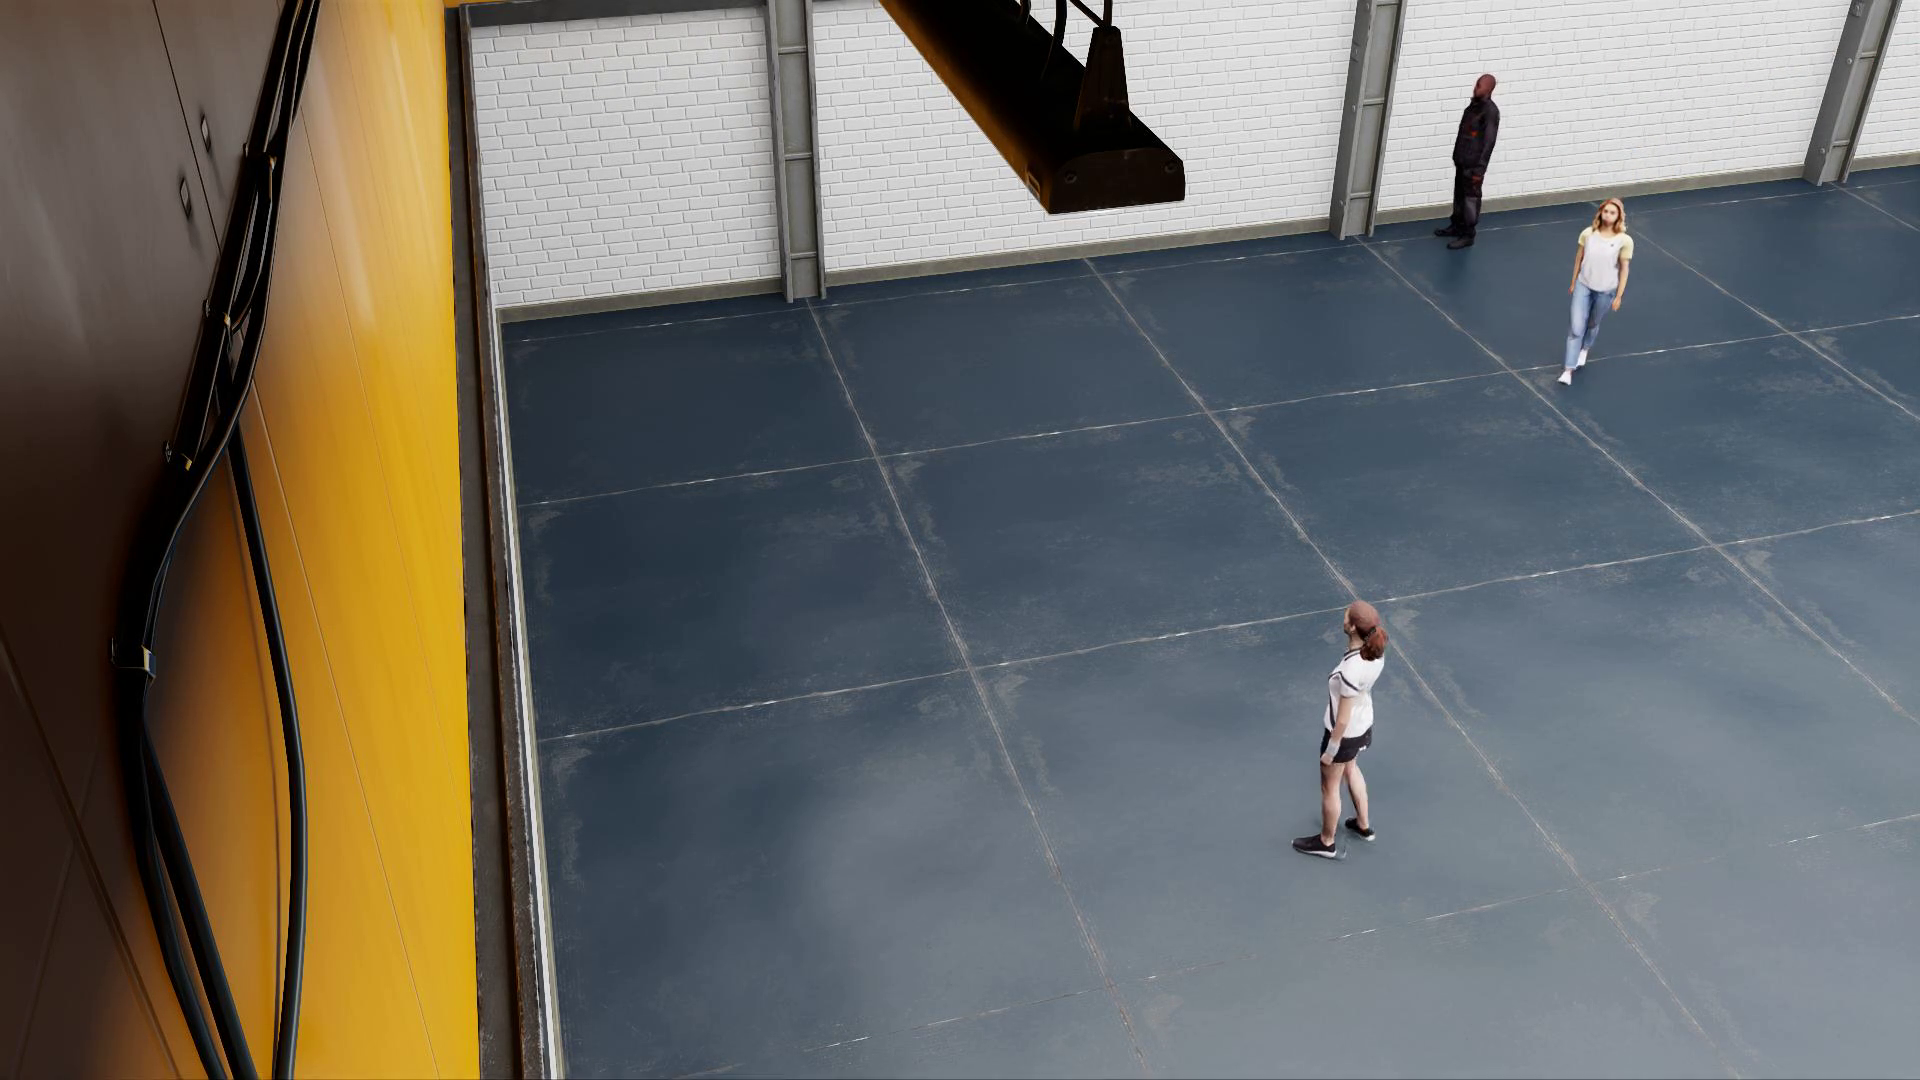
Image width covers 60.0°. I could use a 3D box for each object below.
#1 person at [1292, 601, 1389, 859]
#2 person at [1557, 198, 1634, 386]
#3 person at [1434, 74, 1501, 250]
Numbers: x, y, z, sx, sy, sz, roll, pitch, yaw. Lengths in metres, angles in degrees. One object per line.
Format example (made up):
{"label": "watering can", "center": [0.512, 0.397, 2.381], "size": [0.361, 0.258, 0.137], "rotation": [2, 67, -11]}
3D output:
{"label": "person", "center": [2.282, 1.119, 9.737], "size": [0.824, 1.747, 0.760], "rotation": [17, 37, 24]}
{"label": "person", "center": [5.700, -2.243, 14.864], "size": [1.104, 1.670, 1.171], "rotation": [17, 37, 24]}
{"label": "person", "center": [5.353, -3.967, 17.319], "size": [0.602, 1.824, 0.704], "rotation": [-6, 34, -10]}
